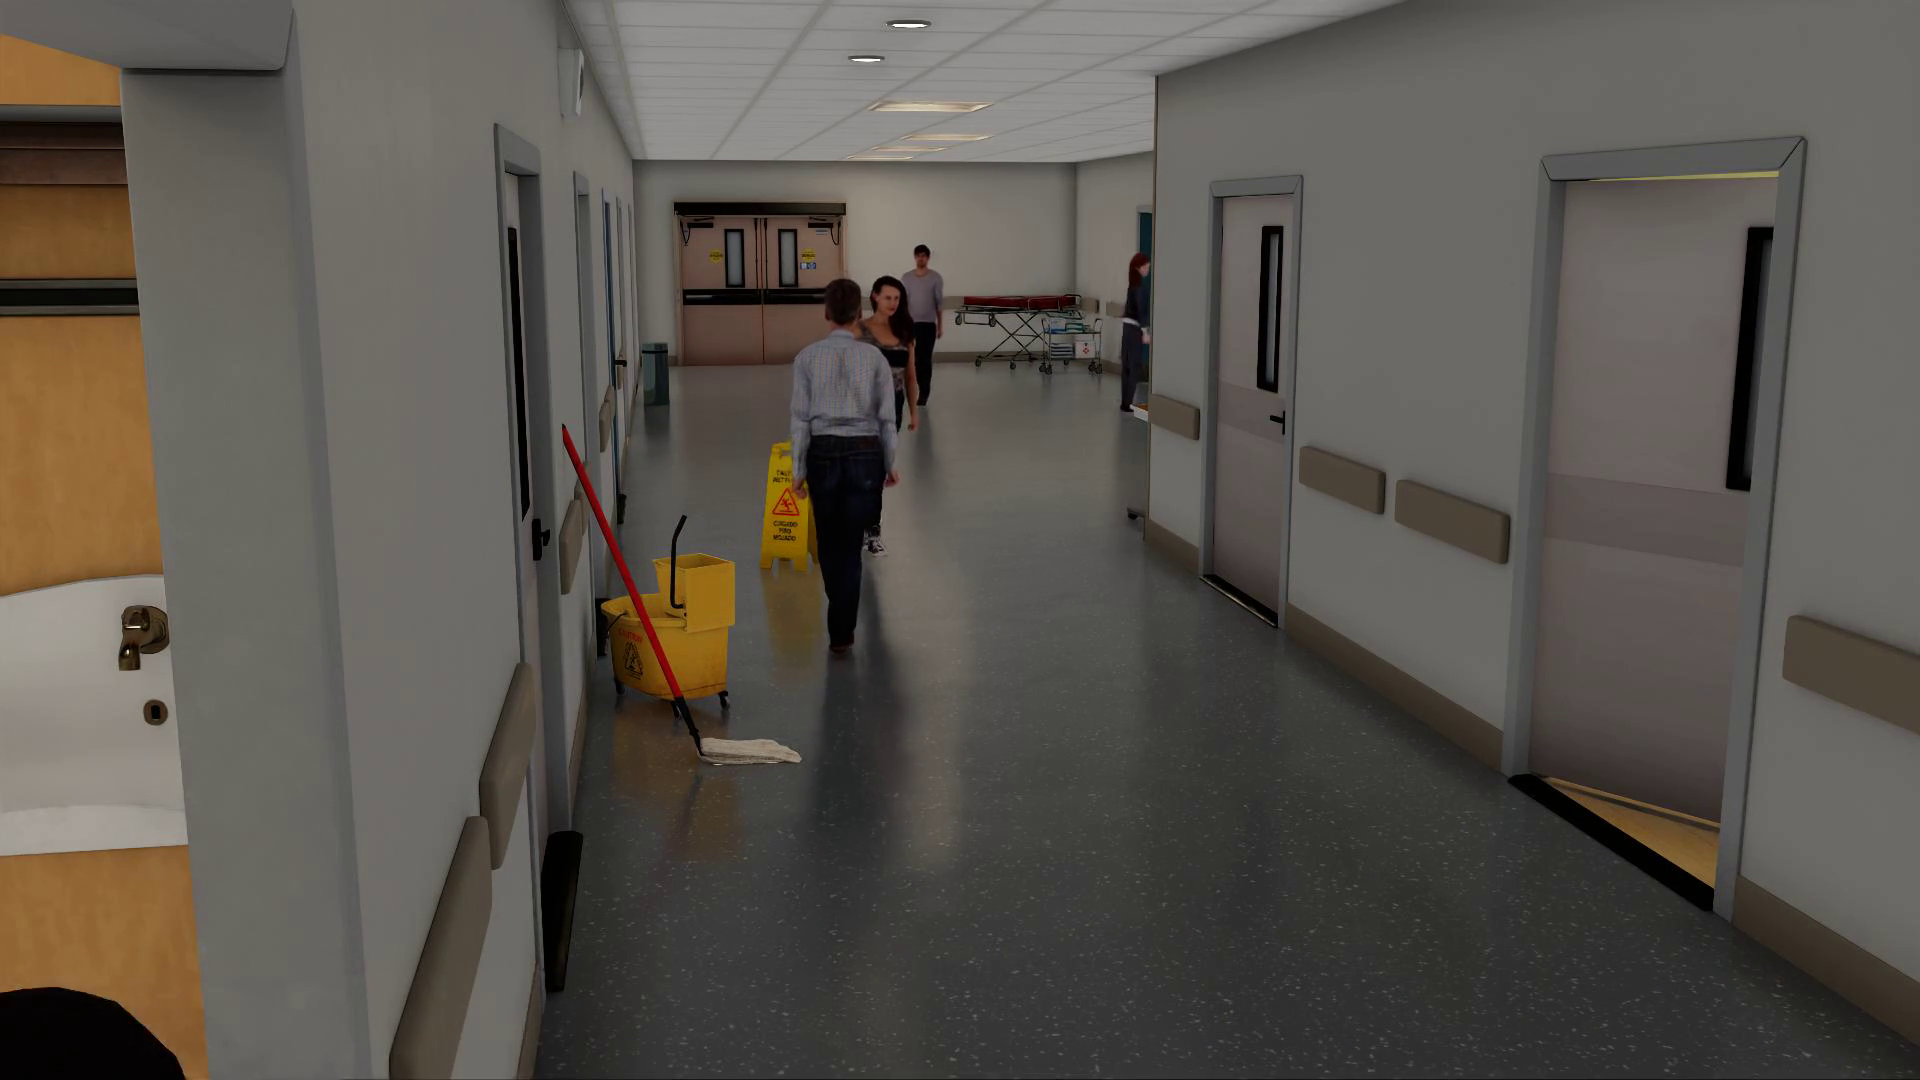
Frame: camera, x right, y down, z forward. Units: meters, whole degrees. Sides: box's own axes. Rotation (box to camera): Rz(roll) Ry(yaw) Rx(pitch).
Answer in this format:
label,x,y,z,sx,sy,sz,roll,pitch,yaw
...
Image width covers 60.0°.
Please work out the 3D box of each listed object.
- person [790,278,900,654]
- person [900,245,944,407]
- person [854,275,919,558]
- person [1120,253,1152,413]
label,x,y,z,sx,sy,sz,roll,pitch,yaw
person,-0.576,-0.335,8.075,0.850,1.777,1.198,1,11,3
person,-0.431,-2.461,19.182,0.945,1.814,1.229,2,11,11
person,-0.552,-0.775,10.494,0.779,1.740,0.933,-5,12,-25
person,1.907,-2.302,18.494,0.820,1.757,0.466,-4,11,-19
